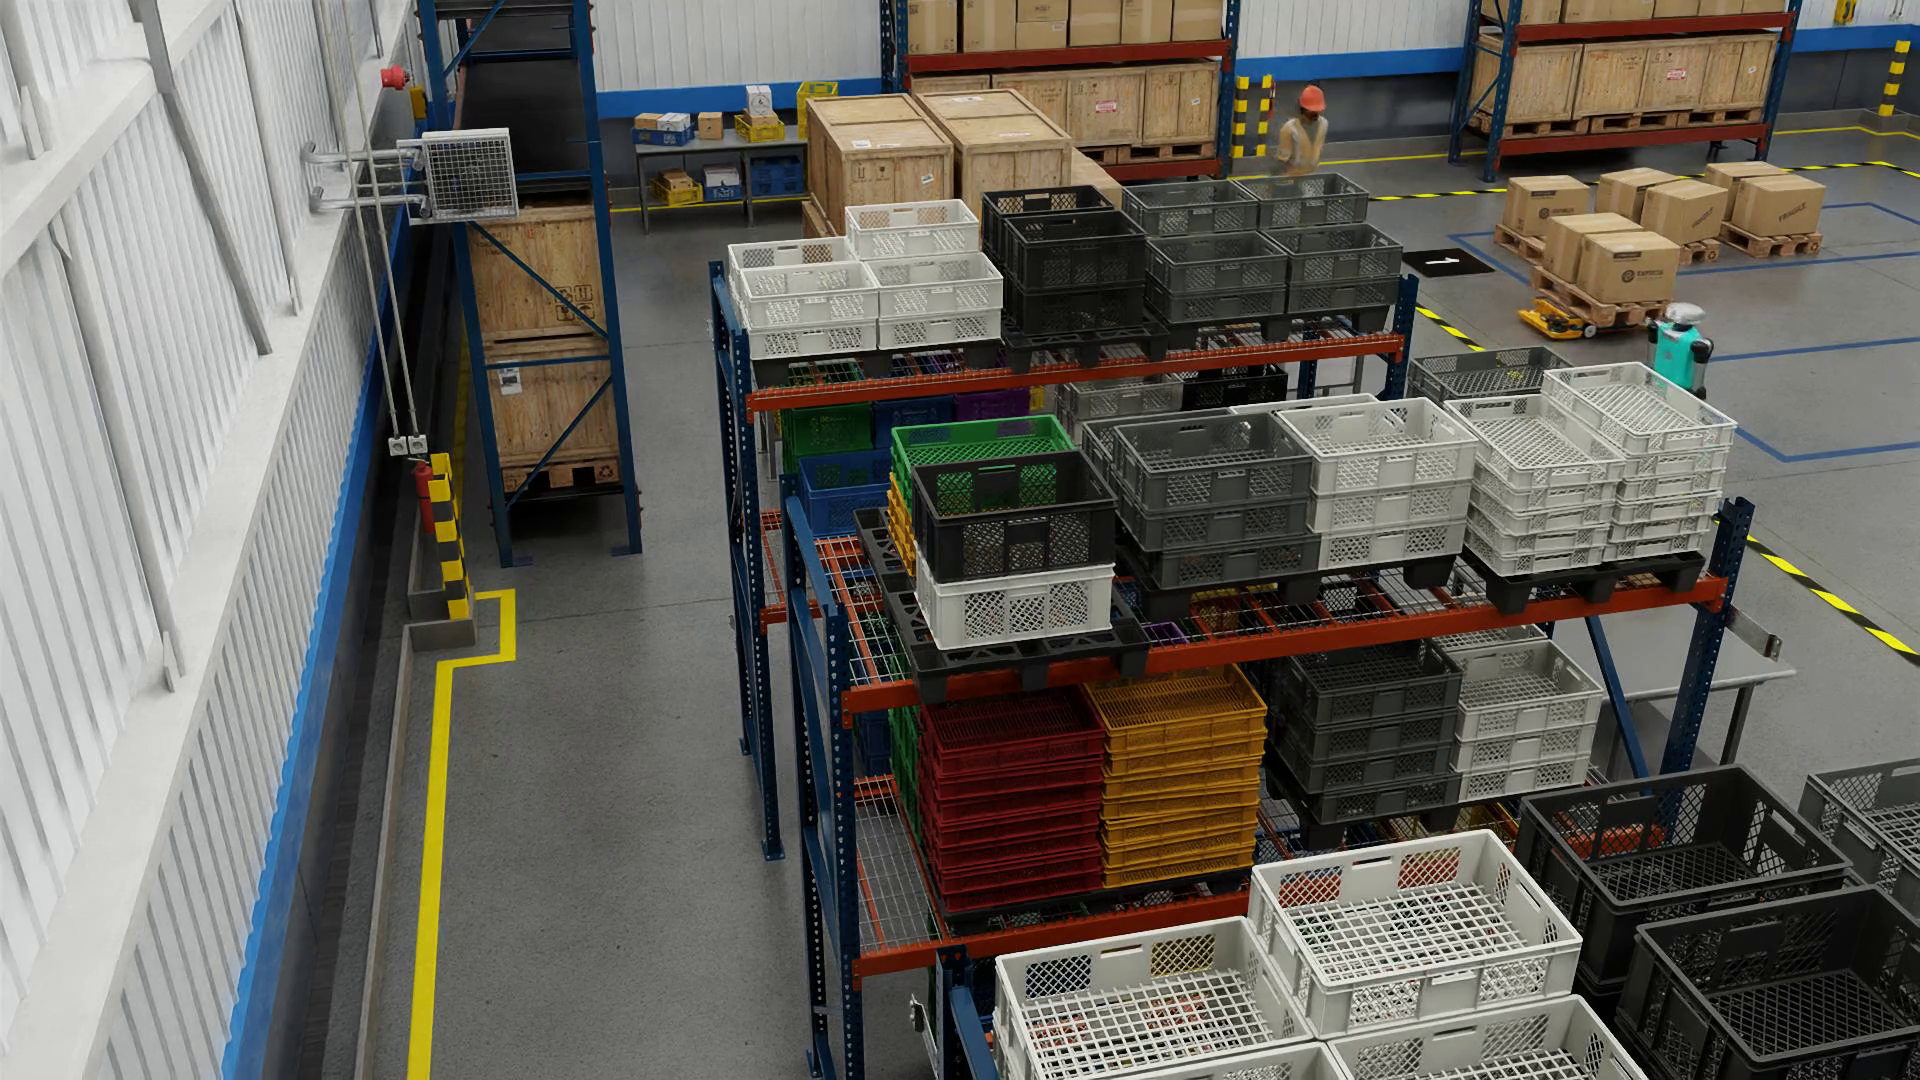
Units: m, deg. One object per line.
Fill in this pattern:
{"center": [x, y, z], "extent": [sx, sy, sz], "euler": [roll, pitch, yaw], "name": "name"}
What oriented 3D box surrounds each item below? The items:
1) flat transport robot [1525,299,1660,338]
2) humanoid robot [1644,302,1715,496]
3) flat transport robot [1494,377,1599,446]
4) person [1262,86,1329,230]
{"center": [6.266, -2.219, 16.226], "extent": [1.431, 0.197, 0.652], "euler": [-6, 28, -12], "name": "flat transport robot"}
{"center": [5.358, -0.932, 12.277], "extent": [0.799, 1.791, 0.564], "euler": [-14, 31, -24], "name": "humanoid robot"}
{"center": [4.780, -1.036, 14.013], "extent": [0.659, 0.231, 1.431], "euler": [-6, 28, -12], "name": "flat transport robot"}
{"center": [3.512, -3.814, 17.466], "extent": [0.617, 1.979, 1.110], "euler": [-12, 30, -22], "name": "person"}
